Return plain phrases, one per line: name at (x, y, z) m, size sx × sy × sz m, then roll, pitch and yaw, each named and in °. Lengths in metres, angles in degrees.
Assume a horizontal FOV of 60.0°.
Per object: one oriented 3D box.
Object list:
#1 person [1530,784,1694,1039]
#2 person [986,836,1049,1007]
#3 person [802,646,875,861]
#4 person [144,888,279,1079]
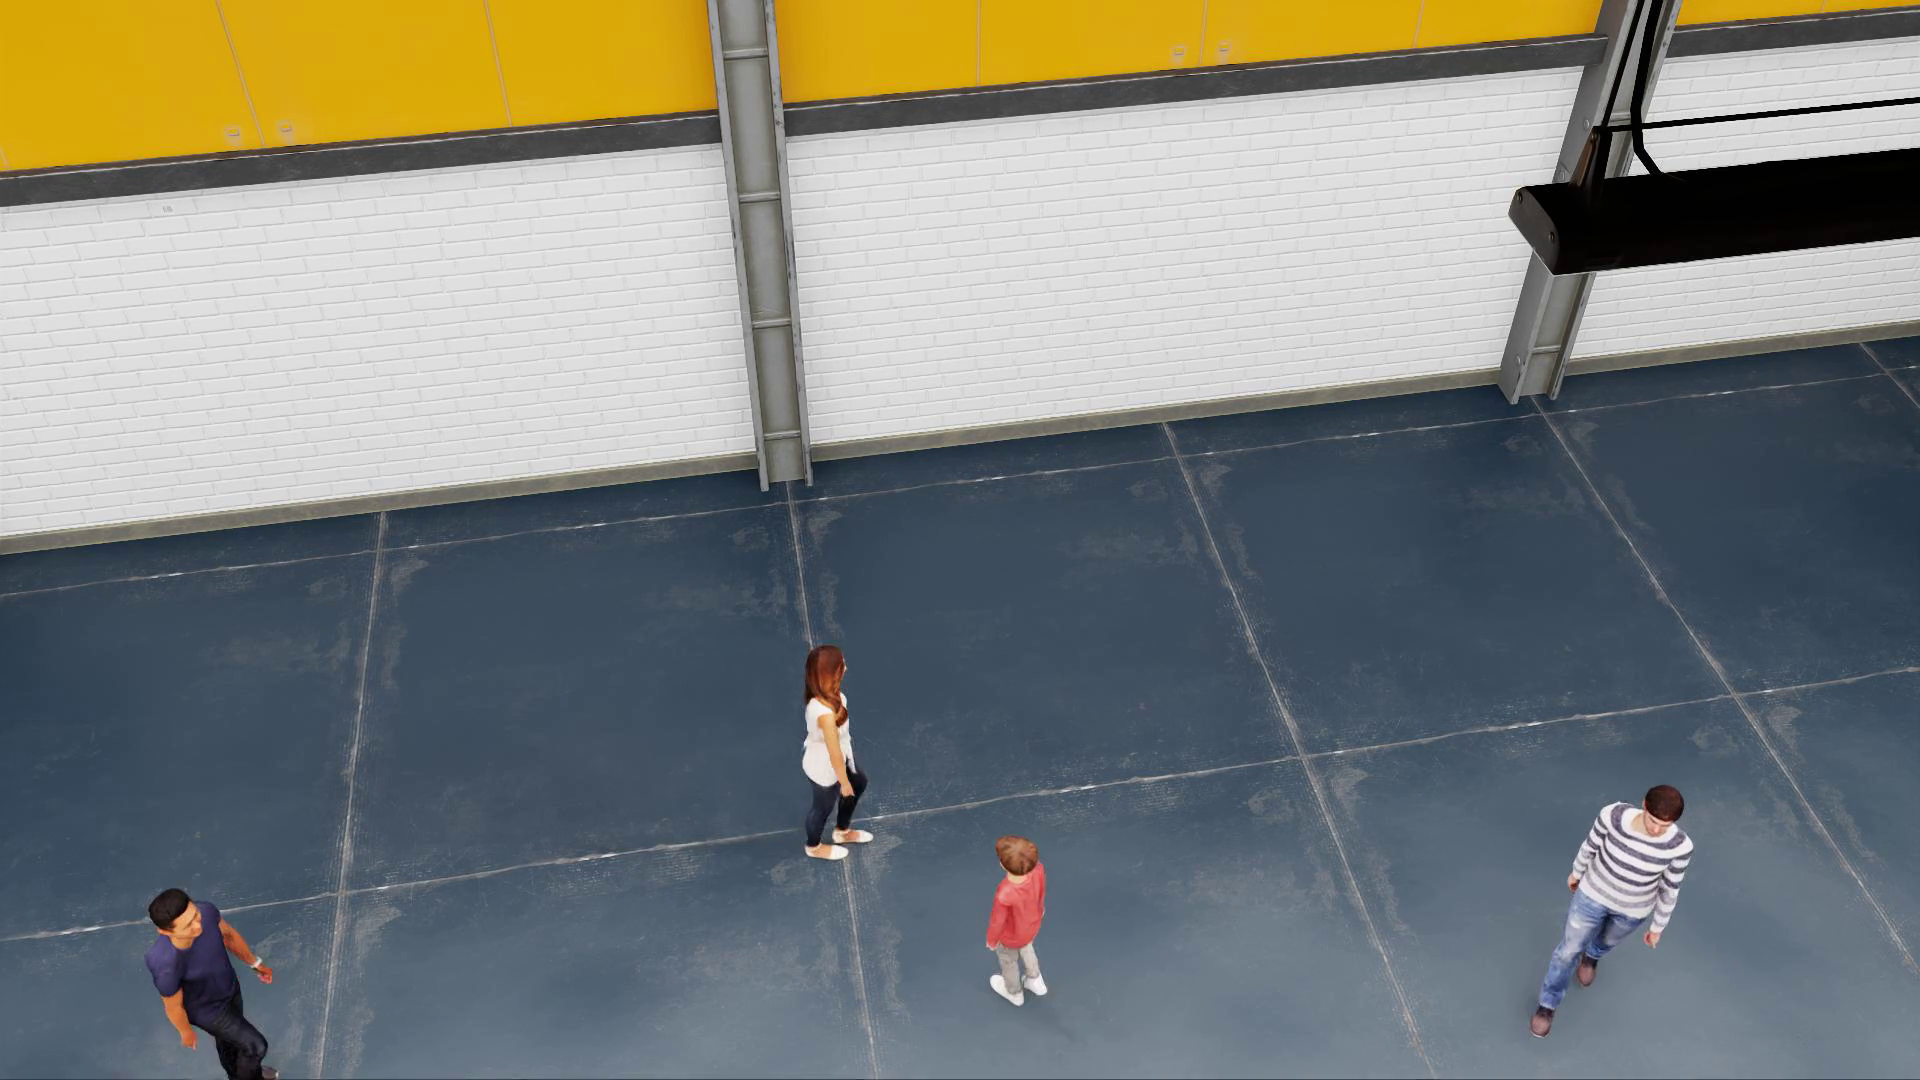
person at (3.535, 1.848, 8.901) m, size 1.073 × 1.819 × 1.085 m, roll 20°, pitch 47°, yaw 20°
person at (0.363, 2.092, 8.941) m, size 0.709 × 1.411 × 0.643 m, roll 33°, pitch 53°, yaw 30°
person at (-0.853, 1.262, 9.551) m, size 0.662 × 1.771 × 0.657 m, roll -3°, pitch 44°, yaw -3°
person at (-3.882, 2.305, 8.456) m, size 0.718 × 1.771 × 0.700 m, roll 3°, pitch 44°, yaw 3°
